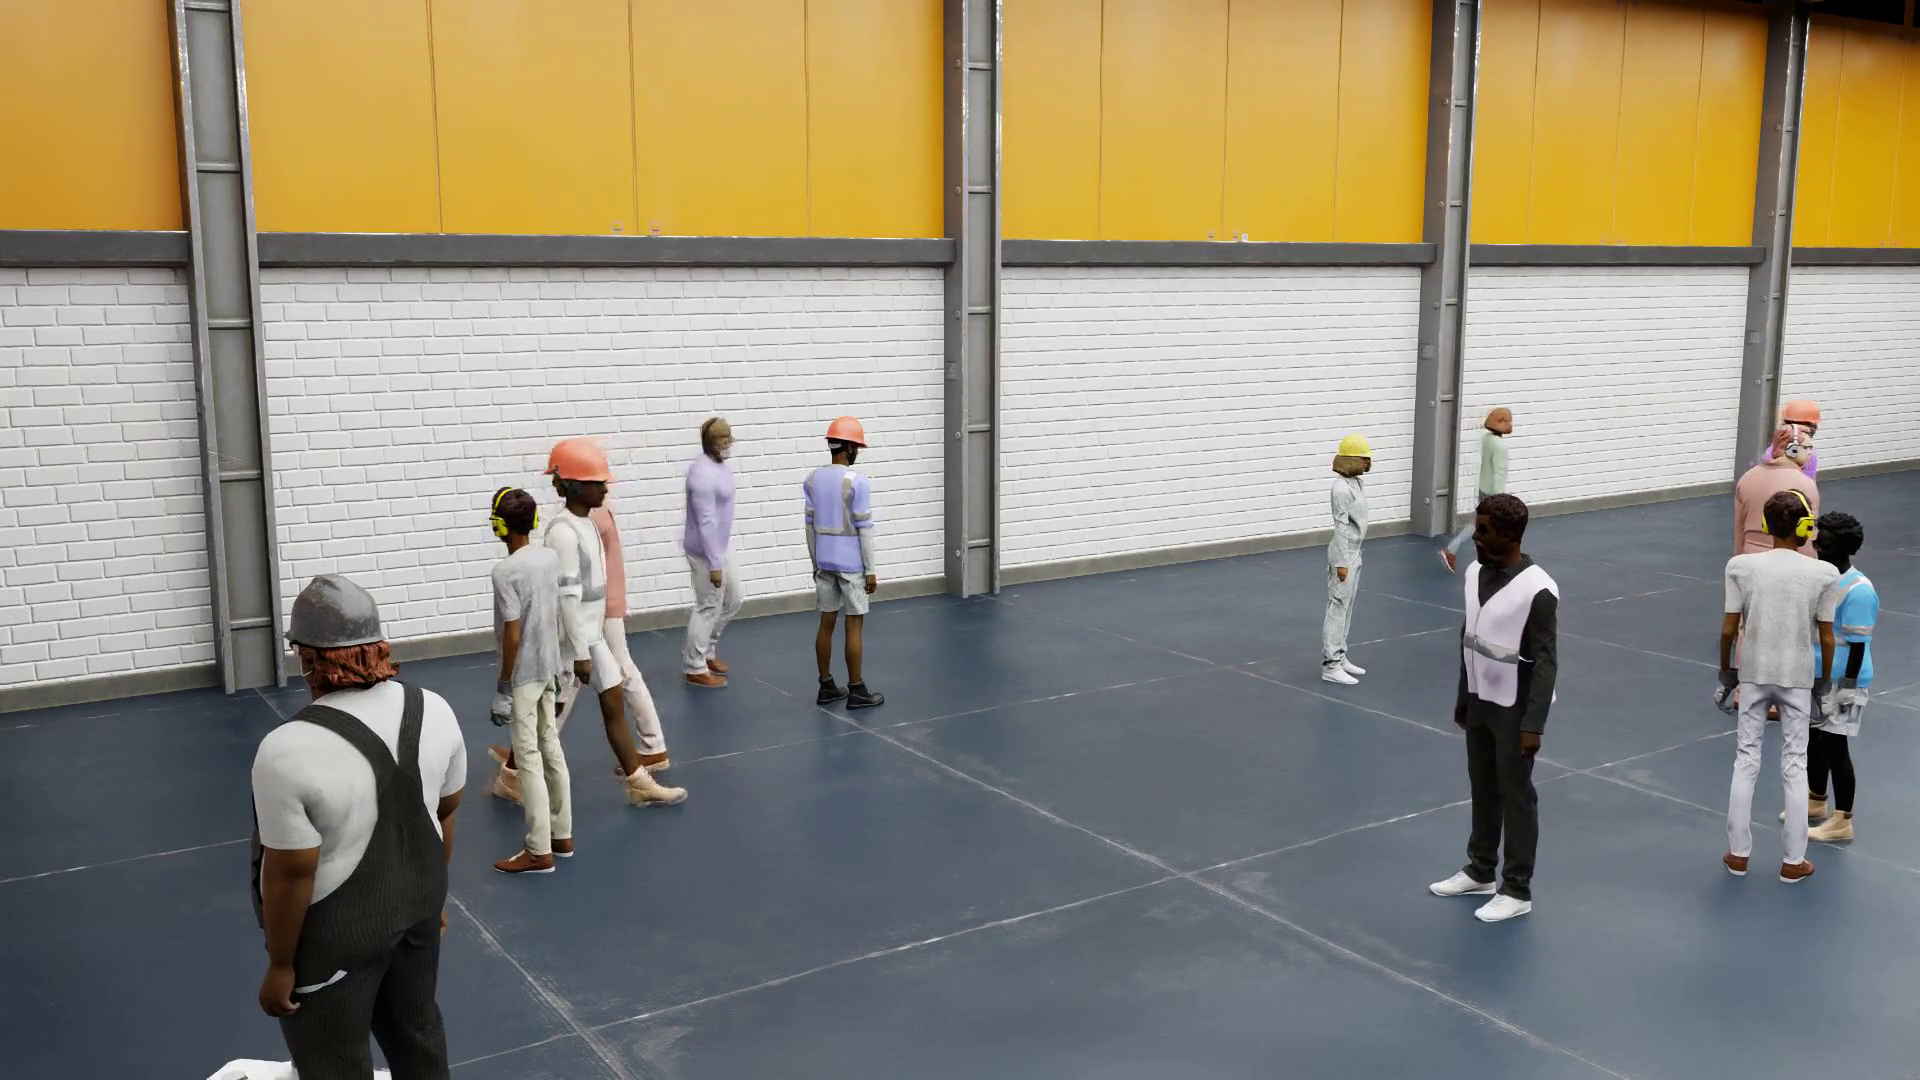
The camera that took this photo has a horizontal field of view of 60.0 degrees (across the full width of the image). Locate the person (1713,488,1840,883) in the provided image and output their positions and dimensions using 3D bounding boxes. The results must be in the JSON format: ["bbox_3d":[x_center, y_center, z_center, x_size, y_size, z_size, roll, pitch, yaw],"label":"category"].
[{"bbox_3d":[3.864,0.688,7.898,0.515,1.866,0.333,6,11,32],"label":"person"}]

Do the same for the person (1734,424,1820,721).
[{"bbox_3d":[5.277,0.204,10.701,0.402,1.904,0.638,-2,10,-15],"label":"person"}]

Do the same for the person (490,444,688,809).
[{"bbox_3d":[-2.047,0.483,8.800,1.045,1.997,0.639,0,9,2],"label":"person"}]

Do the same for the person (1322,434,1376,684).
[{"bbox_3d":[2.731,0.124,11.654,0.308,1.743,0.494,4,10,24],"label":"person"}]

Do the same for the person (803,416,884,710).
[{"bbox_3d":[-0.760,0.150,10.944,0.543,1.928,0.373,7,12,35],"label":"person"}]

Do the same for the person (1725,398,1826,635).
[{"bbox_3d":[6.291,-0.132,12.696,0.837,1.914,0.560,-1,9,-3],"label":"person"}]

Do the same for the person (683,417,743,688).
[{"bbox_3d":[-1.707,0.100,11.342,0.464,1.897,0.650,1,9,5],"label":"person"}]

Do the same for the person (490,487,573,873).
[{"bbox_3d":[-2.087,0.673,7.985,0.325,1.865,0.516,3,10,16],"label":"person"}]

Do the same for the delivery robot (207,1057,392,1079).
[{"bbox_3d":[-1.968,1.764,5.065,0.707,0.478,0.477,2,10,10],"label":"delivery robot"}]

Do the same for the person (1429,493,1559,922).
[{"bbox_3d":[2.431,0.738,7.441,0.398,1.916,0.590,-3,10,-16],"label":"person"}]

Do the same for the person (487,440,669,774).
[{"bbox_3d":[-2.153,0.404,9.391,1.037,1.923,0.599,-3,10,-15],"label":"person"}]

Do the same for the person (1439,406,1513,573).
[{"bbox_3d":[4.901,-0.449,15.505,0.719,1.610,0.499,0,9,-3],"label":"person"}]

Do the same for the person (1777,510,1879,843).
[{"bbox_3d":[4.415,0.689,8.425,0.320,1.691,0.540,0,9,2],"label":"person"}]
